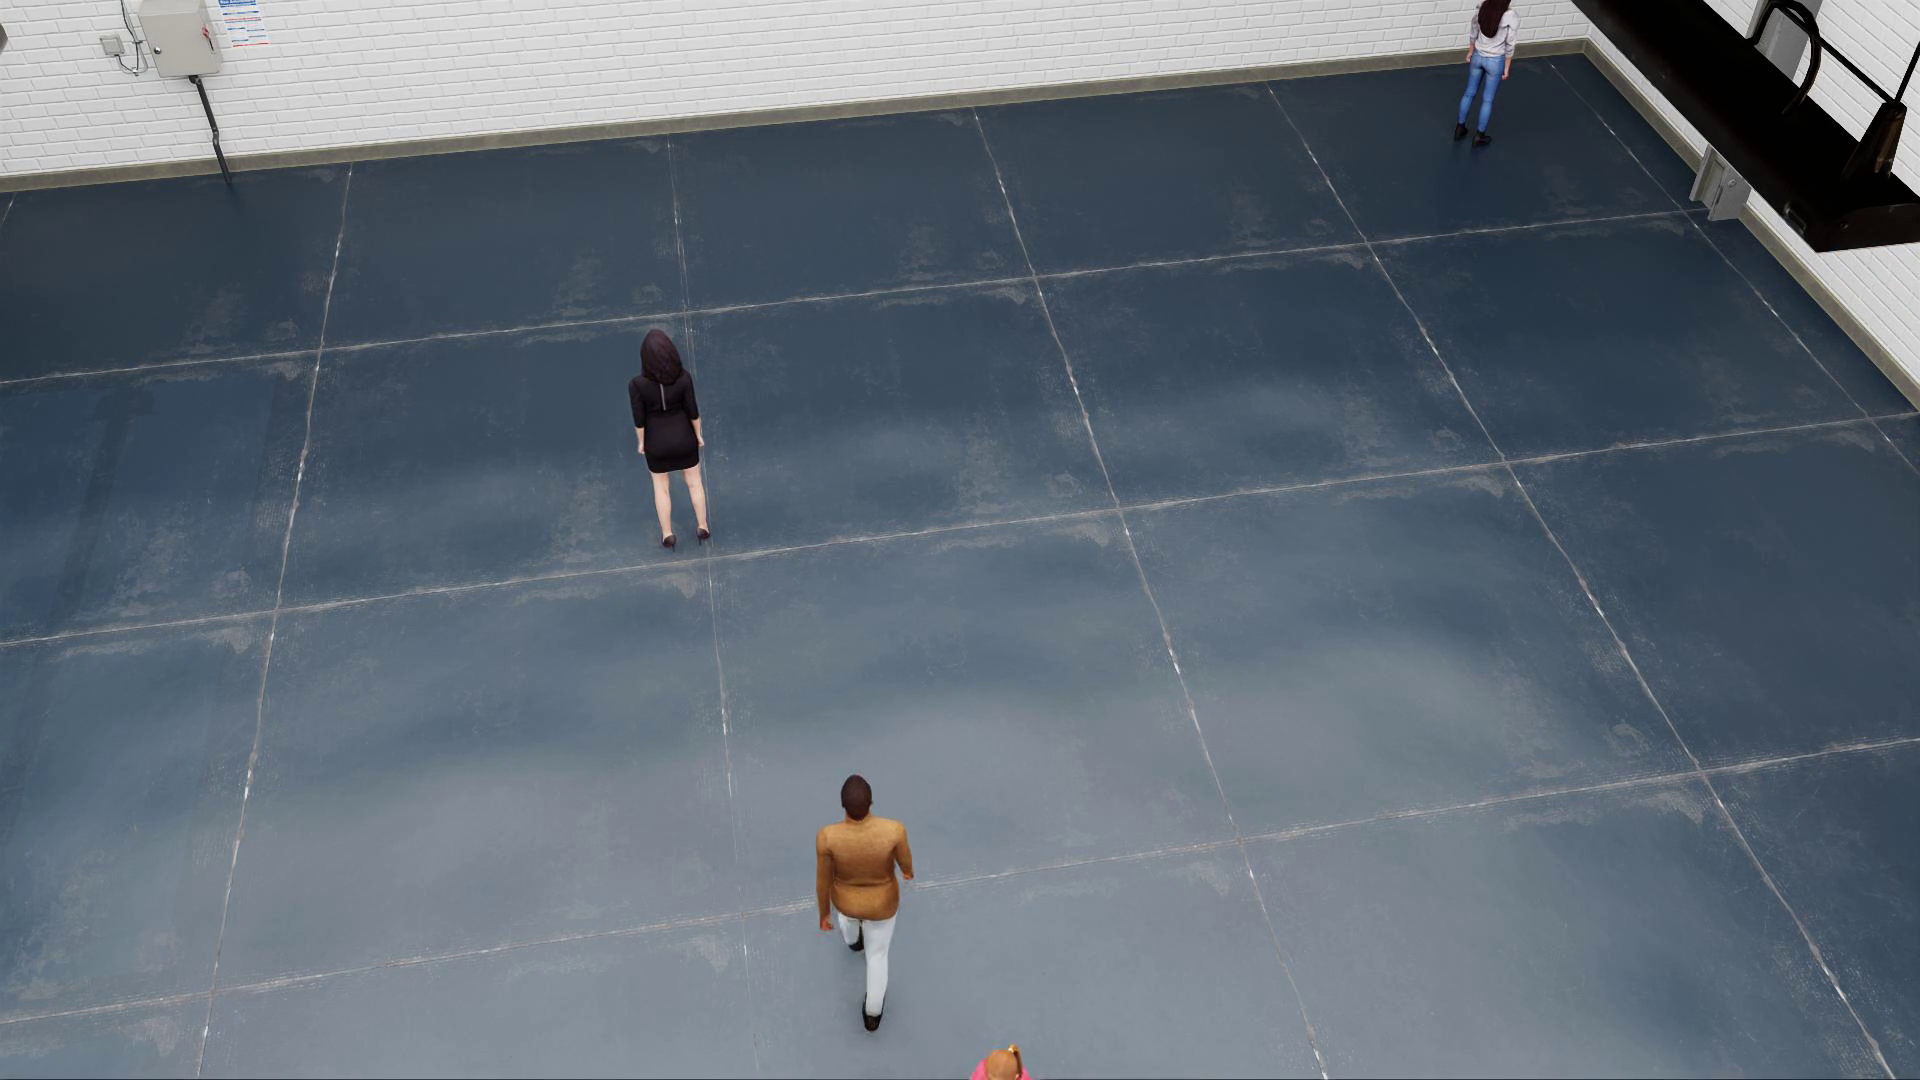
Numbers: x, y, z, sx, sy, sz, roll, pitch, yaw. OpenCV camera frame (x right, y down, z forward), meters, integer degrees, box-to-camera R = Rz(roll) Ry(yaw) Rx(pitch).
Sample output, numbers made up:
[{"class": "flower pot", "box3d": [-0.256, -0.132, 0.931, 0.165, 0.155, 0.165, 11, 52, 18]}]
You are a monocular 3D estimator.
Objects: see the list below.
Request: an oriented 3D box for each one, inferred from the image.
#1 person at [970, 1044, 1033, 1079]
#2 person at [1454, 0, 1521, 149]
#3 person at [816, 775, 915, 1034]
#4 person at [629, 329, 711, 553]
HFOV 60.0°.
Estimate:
[{"class": "person", "box3d": [0.220, 2.756, 8.100, 0.667, 1.301, 0.752, 13, 45, 13]}, {"class": "person", "box3d": [4.891, -4.440, 15.413, 0.643, 1.631, 0.741, 34, 53, 30]}, {"class": "person", "box3d": [-0.482, 1.933, 8.611, 0.754, 1.787, 1.057, 0, 44, 0]}, {"class": "person", "box3d": [-1.969, -0.650, 11.309, 0.600, 1.805, 0.495, -10, 44, -10]}]
